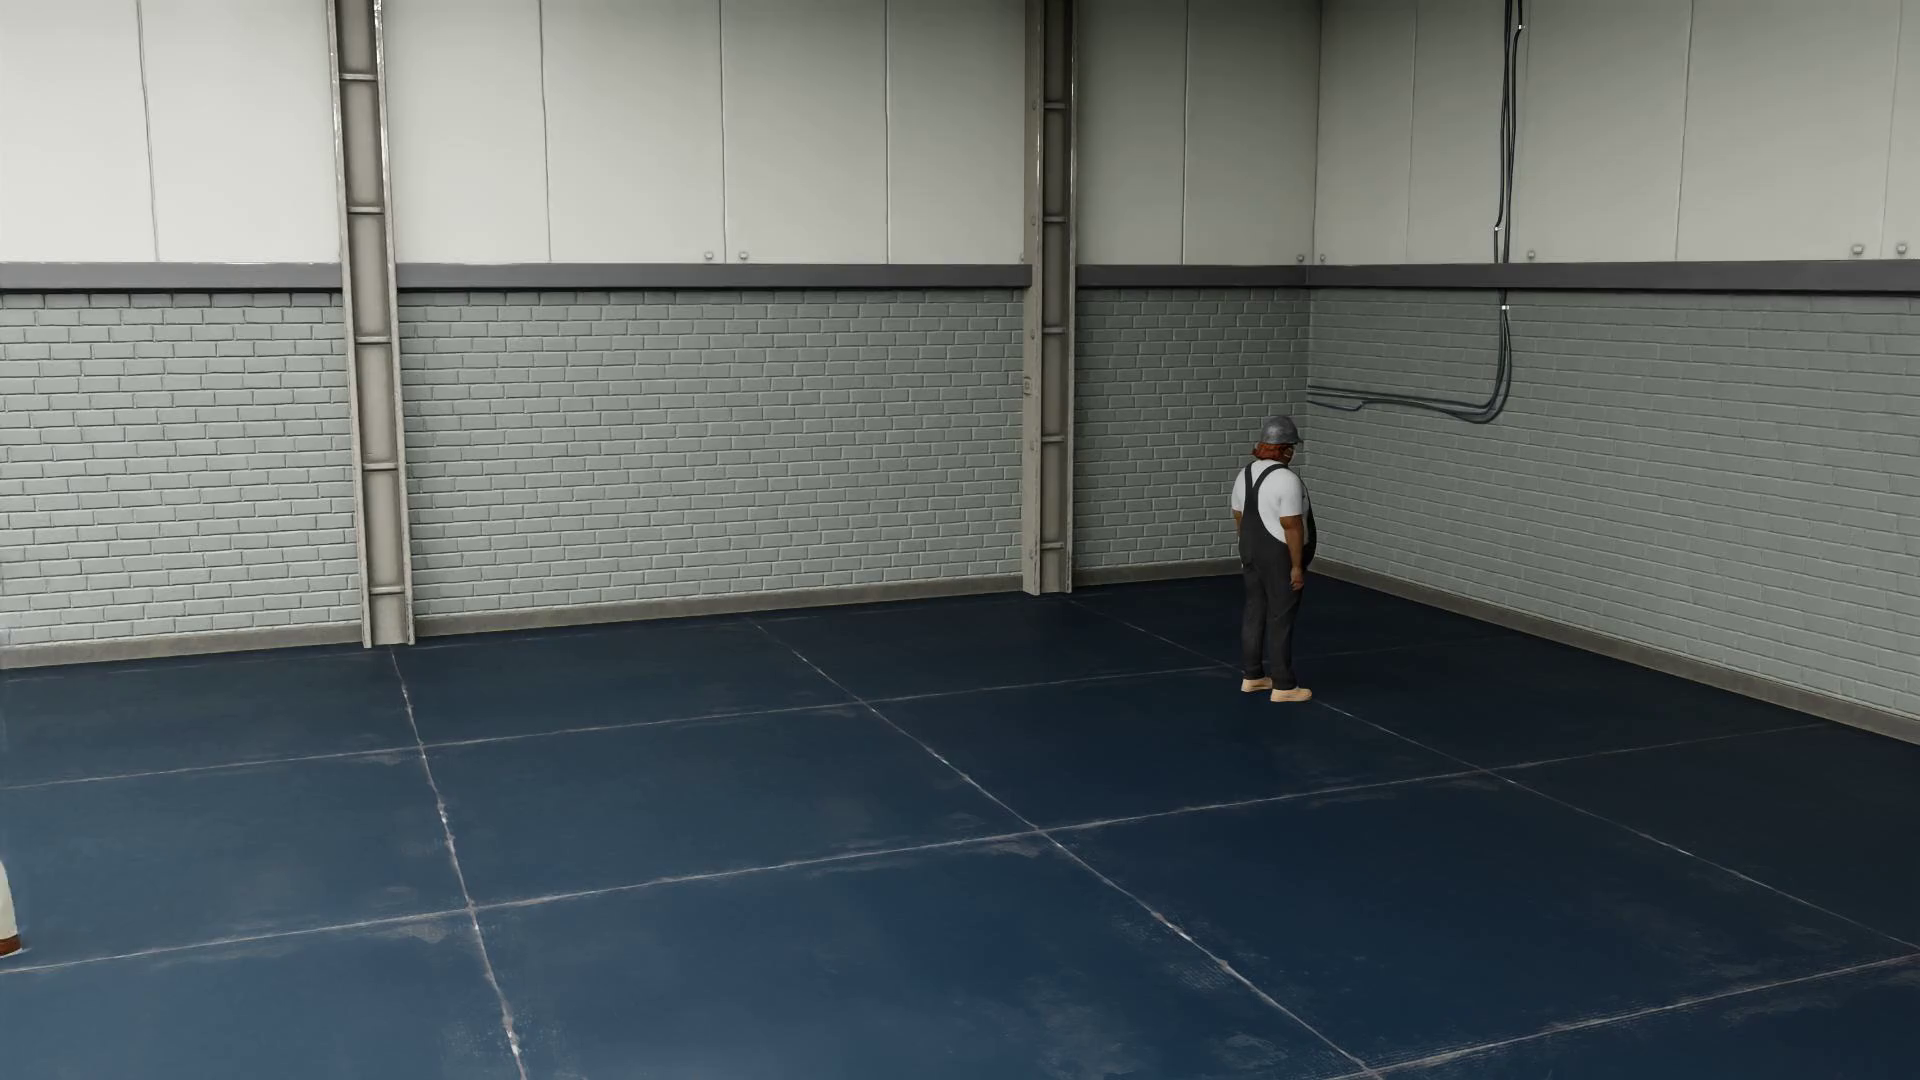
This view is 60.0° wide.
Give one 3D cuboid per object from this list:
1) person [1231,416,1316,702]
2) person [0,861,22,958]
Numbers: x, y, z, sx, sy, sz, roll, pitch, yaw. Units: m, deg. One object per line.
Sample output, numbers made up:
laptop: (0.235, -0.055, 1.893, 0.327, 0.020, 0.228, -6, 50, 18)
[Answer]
person: (2.293, 0.123, 11.947, 0.536, 2.000, 0.672, -4, 10, -26)
person: (-4.504, 0.982, 7.144, 0.768, 1.846, 0.554, -7, 11, -37)
